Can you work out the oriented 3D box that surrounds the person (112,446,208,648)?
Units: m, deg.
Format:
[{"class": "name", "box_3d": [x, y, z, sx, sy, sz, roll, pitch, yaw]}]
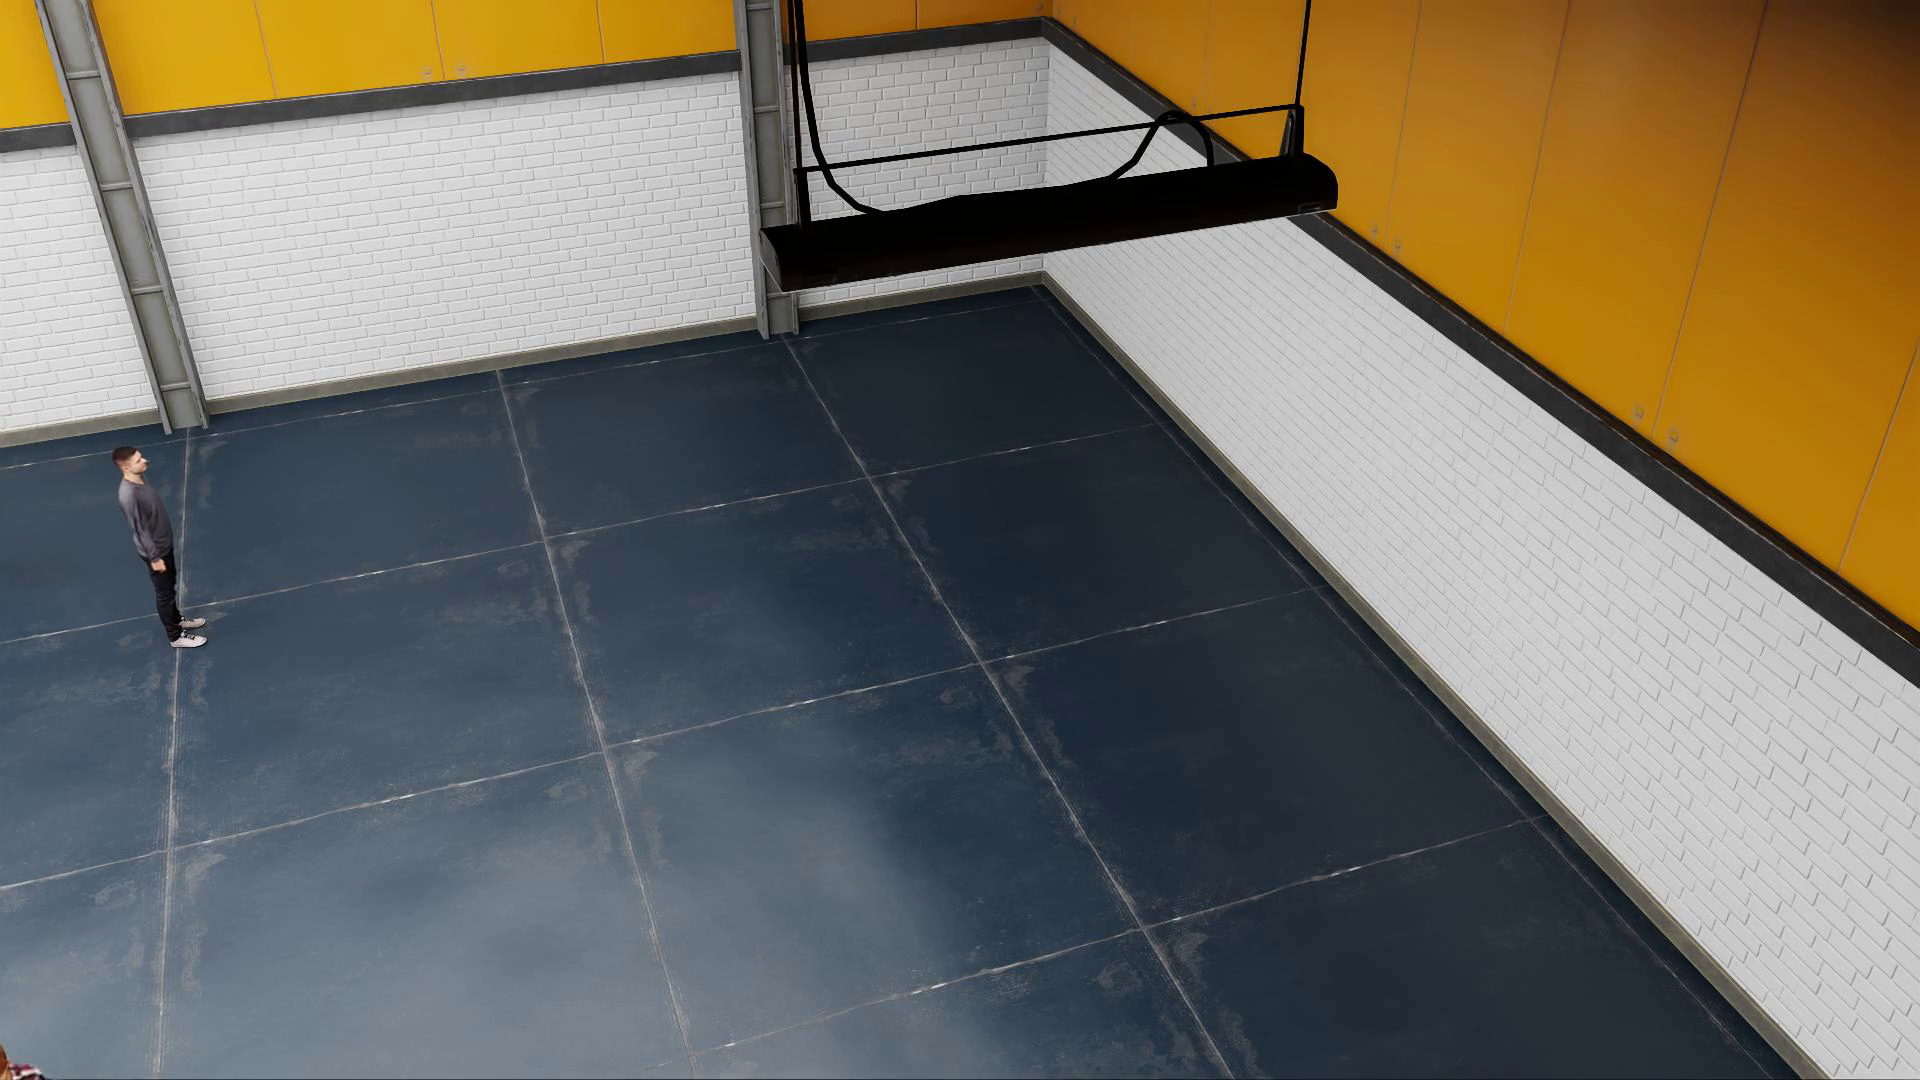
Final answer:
[{"class": "person", "box_3d": [-6.308, 0.042, 13.020, 0.521, 1.760, 0.610, -11, 35, -16]}]
